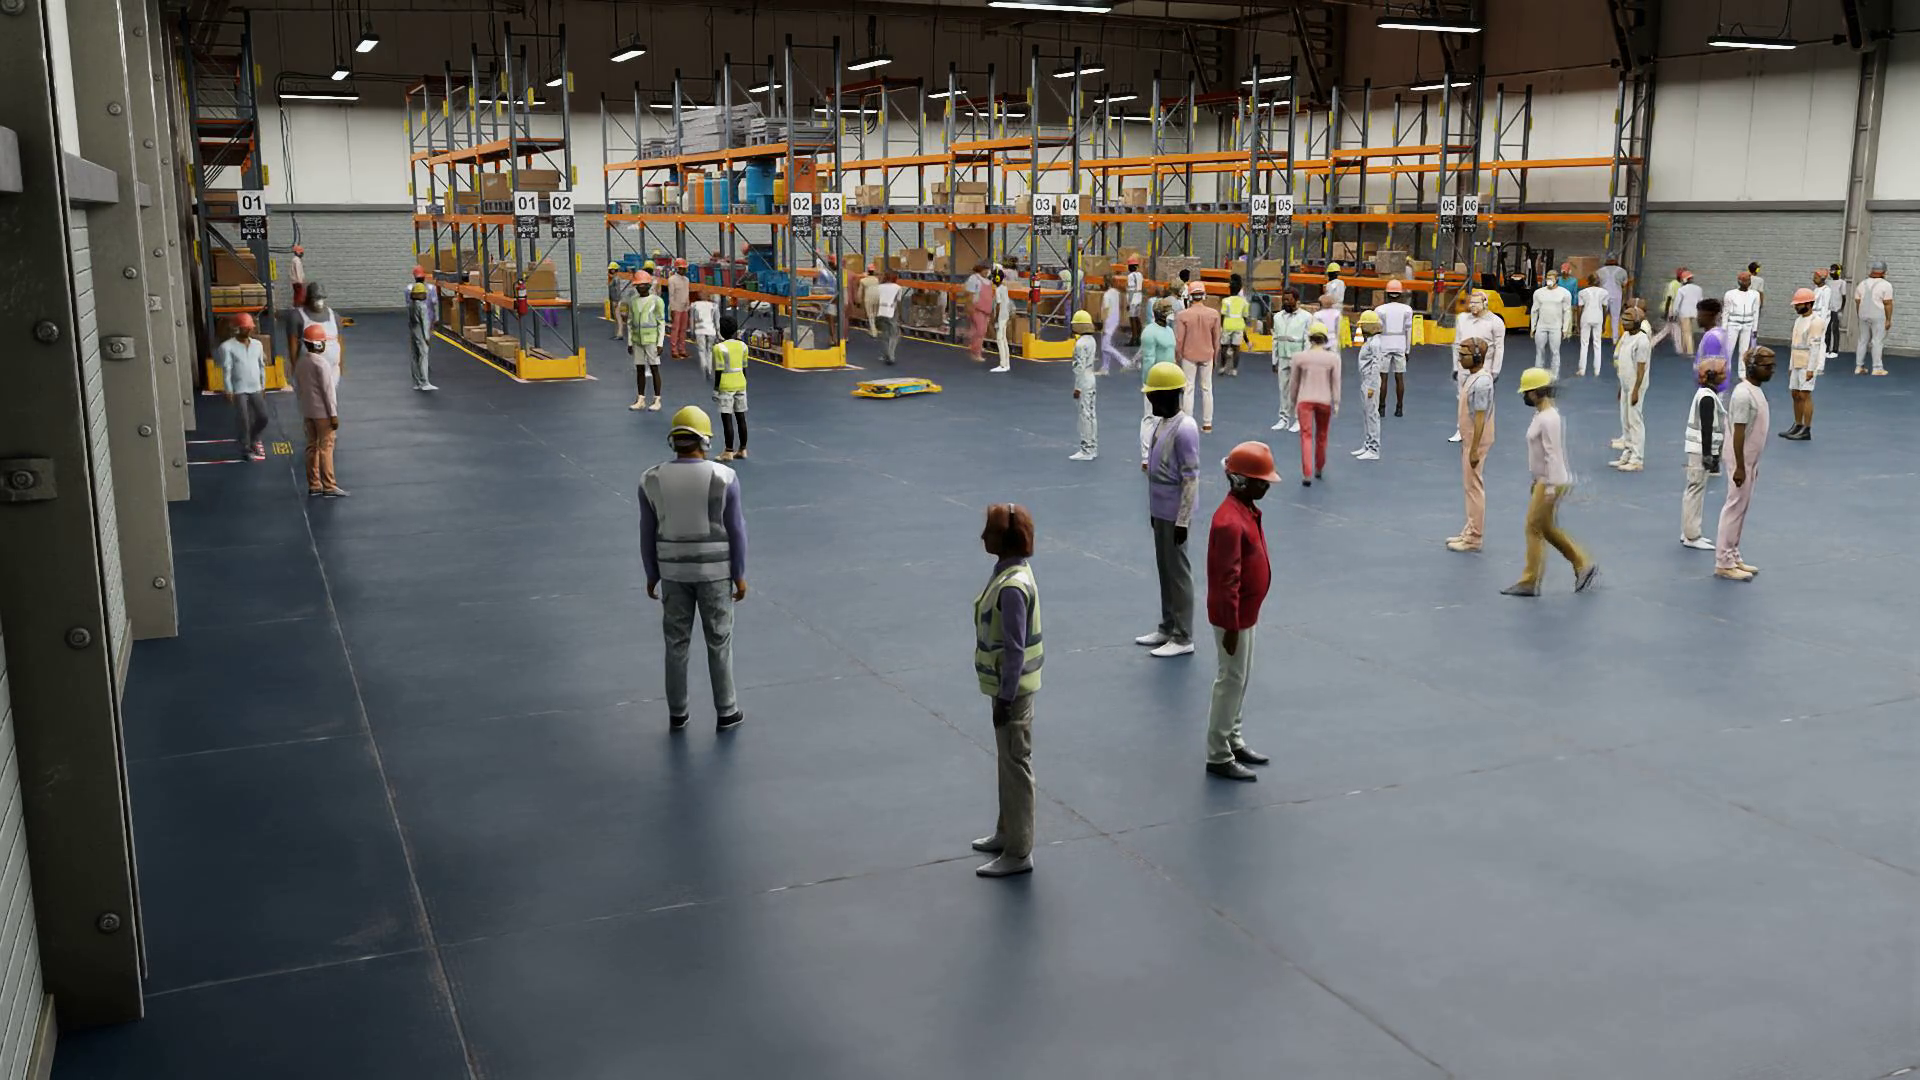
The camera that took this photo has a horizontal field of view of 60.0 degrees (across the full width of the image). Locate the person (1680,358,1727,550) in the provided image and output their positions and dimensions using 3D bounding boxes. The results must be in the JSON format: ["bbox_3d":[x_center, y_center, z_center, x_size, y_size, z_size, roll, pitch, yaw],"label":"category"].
[{"bbox_3d":[6.418,-0.749,14.355,0.314,1.642,0.515,4,12,21],"label":"person"}]

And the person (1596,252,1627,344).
[{"bbox_3d":[14.326,-5.342,36.677,0.686,2.000,0.535,5,12,22],"label":"person"}]

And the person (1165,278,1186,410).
[{"bbox_3d":[3.115,-2.867,24.403,0.367,1.932,0.623,-1,11,-6],"label":"person"}]

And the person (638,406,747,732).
[{"bbox_3d":[-1.466,0.169,9.230,0.589,1.822,0.403,1,11,3],"label":"person"}]

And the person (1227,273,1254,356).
[{"bbox_3d":[5.630,-4.546,33.545,0.640,1.676,0.538,-1,11,-6],"label":"person"}]

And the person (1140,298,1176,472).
[{"bbox_3d":[2.223,-1.723,18.546,0.372,1.940,0.627,6,13,29],"label":"person"}]

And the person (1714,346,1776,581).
[{"bbox_3d":[6.193,-0.607,13.119,0.324,1.841,0.517,8,14,35],"label":"person"}]

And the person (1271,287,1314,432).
[{"bbox_3d":[4.397,-2.388,22.015,0.584,1.911,0.392,10,15,42],"label":"person"}]

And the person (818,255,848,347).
[{"bbox_3d":[-2.694,-5.145,35.845,0.635,1.973,1.055,-6,13,-28],"label":"person"}]

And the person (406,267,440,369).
[{"bbox_3d":[-9.816,-4.035,30.451,0.553,1.879,1.002,-5,12,-25],"label":"person"}]

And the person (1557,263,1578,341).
[{"bbox_3d":[13.625,-5.358,37.516,0.568,1.746,0.364,7,13,30],"label":"person"}]

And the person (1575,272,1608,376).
[{"bbox_3d":[11.166,-3.816,29.433,0.507,1.842,0.351,2,11,12],"label":"person"}]

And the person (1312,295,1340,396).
[{"bbox_3d":[5.756,-3.068,26.272,0.517,1.591,0.874,-2,11,-9],"label":"person"}]

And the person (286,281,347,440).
[{"bbox_3d":[-8.106,-2.274,21.086,0.709,2.000,0.536,-10,15,-42],"label":"person"}]

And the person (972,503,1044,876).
[{"bbox_3d":[0.210,0.643,7.275,0.308,1.645,0.514,0,11,-1],"label":"person"}]

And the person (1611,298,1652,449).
[{"bbox_3d":[8.217,-2.032,20.368,0.429,1.845,0.621,5,12,22],"label":"person"}]

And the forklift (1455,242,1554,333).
[{"bbox_3d":[13.047,-6.049,39.881,2.313,2.155,1.214,-5,12,-23],"label":"forklift"}]

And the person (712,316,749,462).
[{"bbox_3d":[-2.670,-1.752,19.313,0.319,1.696,0.532,8,13,34],"label":"person"}]

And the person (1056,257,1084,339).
[{"bbox_3d":[2.523,-5.544,38.149,0.614,1.862,0.995,-1,11,-7],"label":"person"}]

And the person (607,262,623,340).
[{"bbox_3d":[-7.855,-5.430,37.828,0.312,1.768,0.533,-4,12,-20],"label":"person"}]

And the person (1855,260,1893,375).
[{"bbox_3d":[16.382,-3.974,29.725,0.538,2.000,0.687,-5,12,-23],"label":"person"}]

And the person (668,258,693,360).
[{"bbox_3d":[-5.507,-4.560,32.819,0.395,1.993,0.614,6,13,28],"label":"person"}]

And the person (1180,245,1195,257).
[{"bbox_3d":[7.364,-8.548,53.485,0.676,1.850,0.405,-1,11,-5],"label":"person"}]

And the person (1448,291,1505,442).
[{"bbox_3d":[6.441,-2.148,20.790,0.406,1.906,0.654,-10,15,-42],"label":"person"}]

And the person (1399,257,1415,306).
[{"bbox_3d":[11.305,-6.279,42.133,0.406,1.782,0.691,-2,11,-8],"label":"person"}]

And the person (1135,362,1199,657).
[{"bbox_3d":[1.352,-0.199,10.836,0.385,1.922,0.594,-2,11,-10],"label":"person"}]

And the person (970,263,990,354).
[{"bbox_3d":[0.363,-4.734,34.079,0.389,1.849,0.567,-6,13,-27],"label":"person"}]

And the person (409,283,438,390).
[{"bbox_3d":[-8.813,-3.331,27.216,0.487,1.744,0.296,10,15,42],"label":"person"}]

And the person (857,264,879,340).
[{"bbox_3d":[-2.073,-5.428,37.986,0.569,1.700,0.907,-6,13,-28],"label":"person"}]

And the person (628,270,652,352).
[{"bbox_3d":[-6.377,-4.527,33.313,0.505,1.742,0.318,0,11,-1],"label":"person"}]

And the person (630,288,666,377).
[{"bbox_3d":[-5.547,-3.826,29.448,0.549,1.847,0.675,5,12,24],"label":"person"}]

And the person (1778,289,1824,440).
[{"bbox_3d":[10.712,-2.231,21.187,0.389,1.923,0.549,0,11,-1],"label":"person"}]

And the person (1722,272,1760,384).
[{"bbox_3d":[13.180,-3.577,28.107,0.579,1.884,0.352,1,11,6],"label":"person"}]

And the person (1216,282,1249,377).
[{"bbox_3d":[4.819,-3.728,29.440,0.559,1.654,0.670,-1,11,-7],"label":"person"}]

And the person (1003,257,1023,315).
[{"bbox_3d":[1.311,-5.872,39.922,0.916,1.822,0.519,7,13,32],"label":"person"}]

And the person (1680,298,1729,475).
[{"bbox_3d":[8.234,-1.678,18.352,0.532,1.941,0.614,6,12,27],"label":"person"}]

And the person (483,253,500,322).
[{"bbox_3d":[-12.422,-6.697,44.059,0.570,1.845,0.383,3,11,14],"label":"person"}]

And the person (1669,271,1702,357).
[{"bbox_3d":[14.552,-4.549,33.456,0.591,1.713,0.805,-4,12,-20],"label":"person"}]
